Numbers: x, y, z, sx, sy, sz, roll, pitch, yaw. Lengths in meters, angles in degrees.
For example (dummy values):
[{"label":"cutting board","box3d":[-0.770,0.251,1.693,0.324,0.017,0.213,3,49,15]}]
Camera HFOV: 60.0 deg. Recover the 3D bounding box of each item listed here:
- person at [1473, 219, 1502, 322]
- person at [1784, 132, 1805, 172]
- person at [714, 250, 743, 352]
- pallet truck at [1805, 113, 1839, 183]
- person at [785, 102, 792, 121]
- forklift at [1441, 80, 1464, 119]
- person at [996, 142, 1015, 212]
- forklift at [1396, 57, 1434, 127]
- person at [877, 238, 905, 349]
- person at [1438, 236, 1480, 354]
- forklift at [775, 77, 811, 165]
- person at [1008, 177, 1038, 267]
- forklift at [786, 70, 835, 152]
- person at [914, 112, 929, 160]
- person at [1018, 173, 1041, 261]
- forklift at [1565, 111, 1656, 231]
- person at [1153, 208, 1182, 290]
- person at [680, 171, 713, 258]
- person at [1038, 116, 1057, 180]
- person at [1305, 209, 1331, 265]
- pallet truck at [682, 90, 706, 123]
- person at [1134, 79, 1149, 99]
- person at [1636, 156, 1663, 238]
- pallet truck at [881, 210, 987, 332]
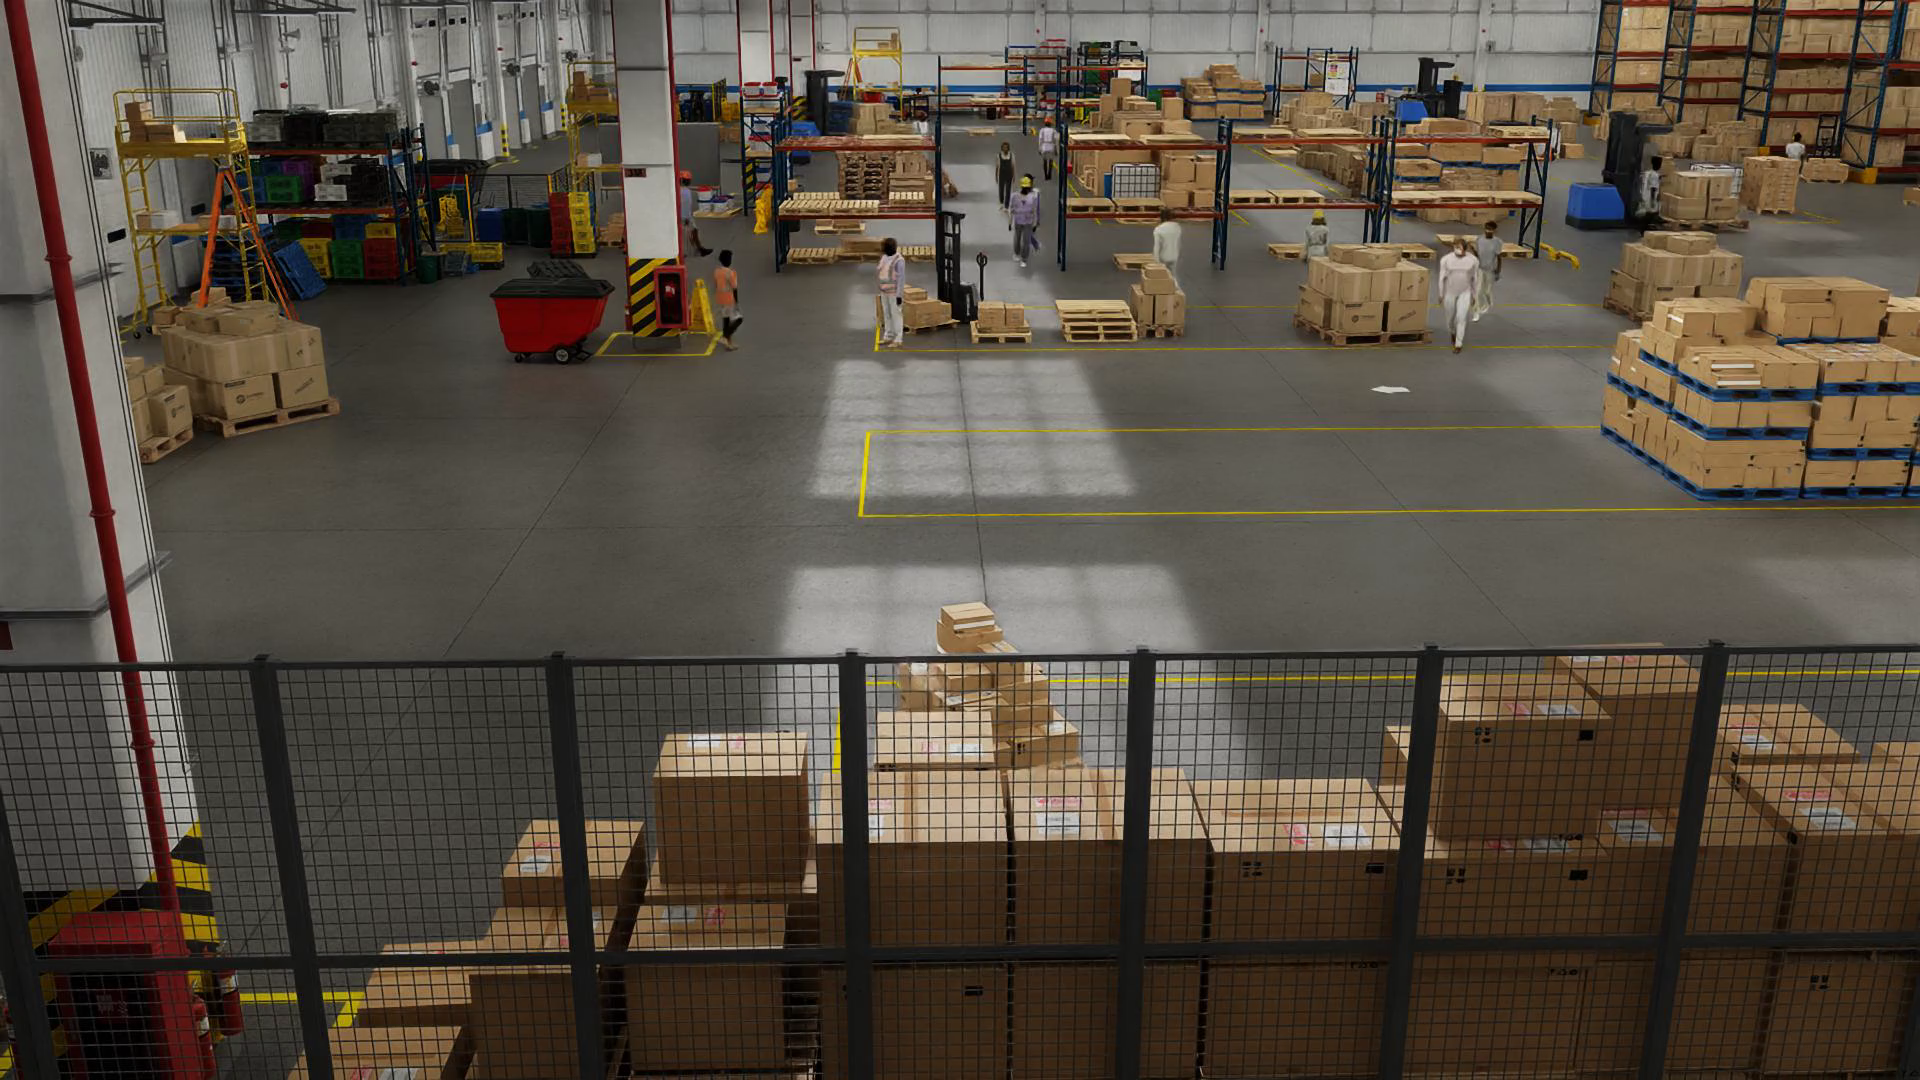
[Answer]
[{"label":"person","box3d":[9.497,-4.897,30.039,0.574,1.829,0.802,8,20,23]},{"label":"person","box3d":[23.269,-10.449,46.458,0.528,1.858,0.531,5,19,14]},{"label":"person","box3d":[-3.811,-3.927,27.339,0.552,1.687,0.350,17,25,41]},{"label":"pallet truck","box3d":[26.403,-11.957,50.702,0.823,1.965,1.885,6,19,16]},{"label":"person","box3d":[-6.416,-15.311,61.272,0.858,1.590,0.525,7,20,21]},{"label":"forklift","box3d":[15.644,-13.239,53.146,1.873,2.768,1.129,-1,19,-1]},{"label":"person","box3d":[1.203,-9.588,43.938,0.507,1.832,0.430,0,19,-1]},{"label":"forklift","box3d":[19.159,-18.499,68.750,1.873,2.768,1.129,-1,19,-1]},{"label":"person","box3d":[-1.163,-4.113,27.692,0.430,1.835,0.644,-14,23,-35]},{"label":"person","box3d":[8.224,-4.082,27.485,0.634,1.911,0.743,6,20,17]},{"label":"forklift","box3d":[-5.920,-13.893,55.085,1.873,2.768,1.129,-1,19,-1]},{"label":"person","box3d":[1.350,-6.815,35.599,0.620,1.900,0.533,0,19,1]},{"label":"forklift","box3d":[-5.176,-15.196,58.951,1.873,2.768,1.129,-7,20,-20]},{"label":"person","box3d":[-1.274,-12.873,53.640,0.585,1.860,0.740,-11,21,-29]},{"label":"person","box3d":[1.526,-7.087,36.433,0.777,1.885,0.603,-18,25,-42]},{"label":"forklift","box3d":[16.028,-9.022,40.636,1.873,2.768,1.129,-1,19,-2]},{"label":"person","box3d":[3.767,-5.184,30.763,0.647,1.891,0.981,-9,21,-24]},{"label":"person","box3d":[-5.934,-7.171,36.659,0.954,1.891,0.563,-12,22,-31]},{"label":"person","box3d":[2.675,-11.957,50.814,0.568,1.924,0.453,0,19,0]},{"label":"person","box3d":[6.813,-5.450,31.850,0.492,1.713,0.718,11,21,29]},{"label":"pallet truck","box3d":[-9.671,-15.907,62.421,0.823,1.965,1.885,5,19,15]},{"label":"person","box3d":[7.571,-18.327,69.692,0.632,1.940,0.372,-4,19,-13]},{"label":"person","box3d":[16.356,-8.098,39.326,0.423,1.946,0.630,3,19,8]},{"label":"pallet truck","box3d":[-0.493,-4.759,29.349,1.885,1.965,0.823,-13,23,-34]}]
